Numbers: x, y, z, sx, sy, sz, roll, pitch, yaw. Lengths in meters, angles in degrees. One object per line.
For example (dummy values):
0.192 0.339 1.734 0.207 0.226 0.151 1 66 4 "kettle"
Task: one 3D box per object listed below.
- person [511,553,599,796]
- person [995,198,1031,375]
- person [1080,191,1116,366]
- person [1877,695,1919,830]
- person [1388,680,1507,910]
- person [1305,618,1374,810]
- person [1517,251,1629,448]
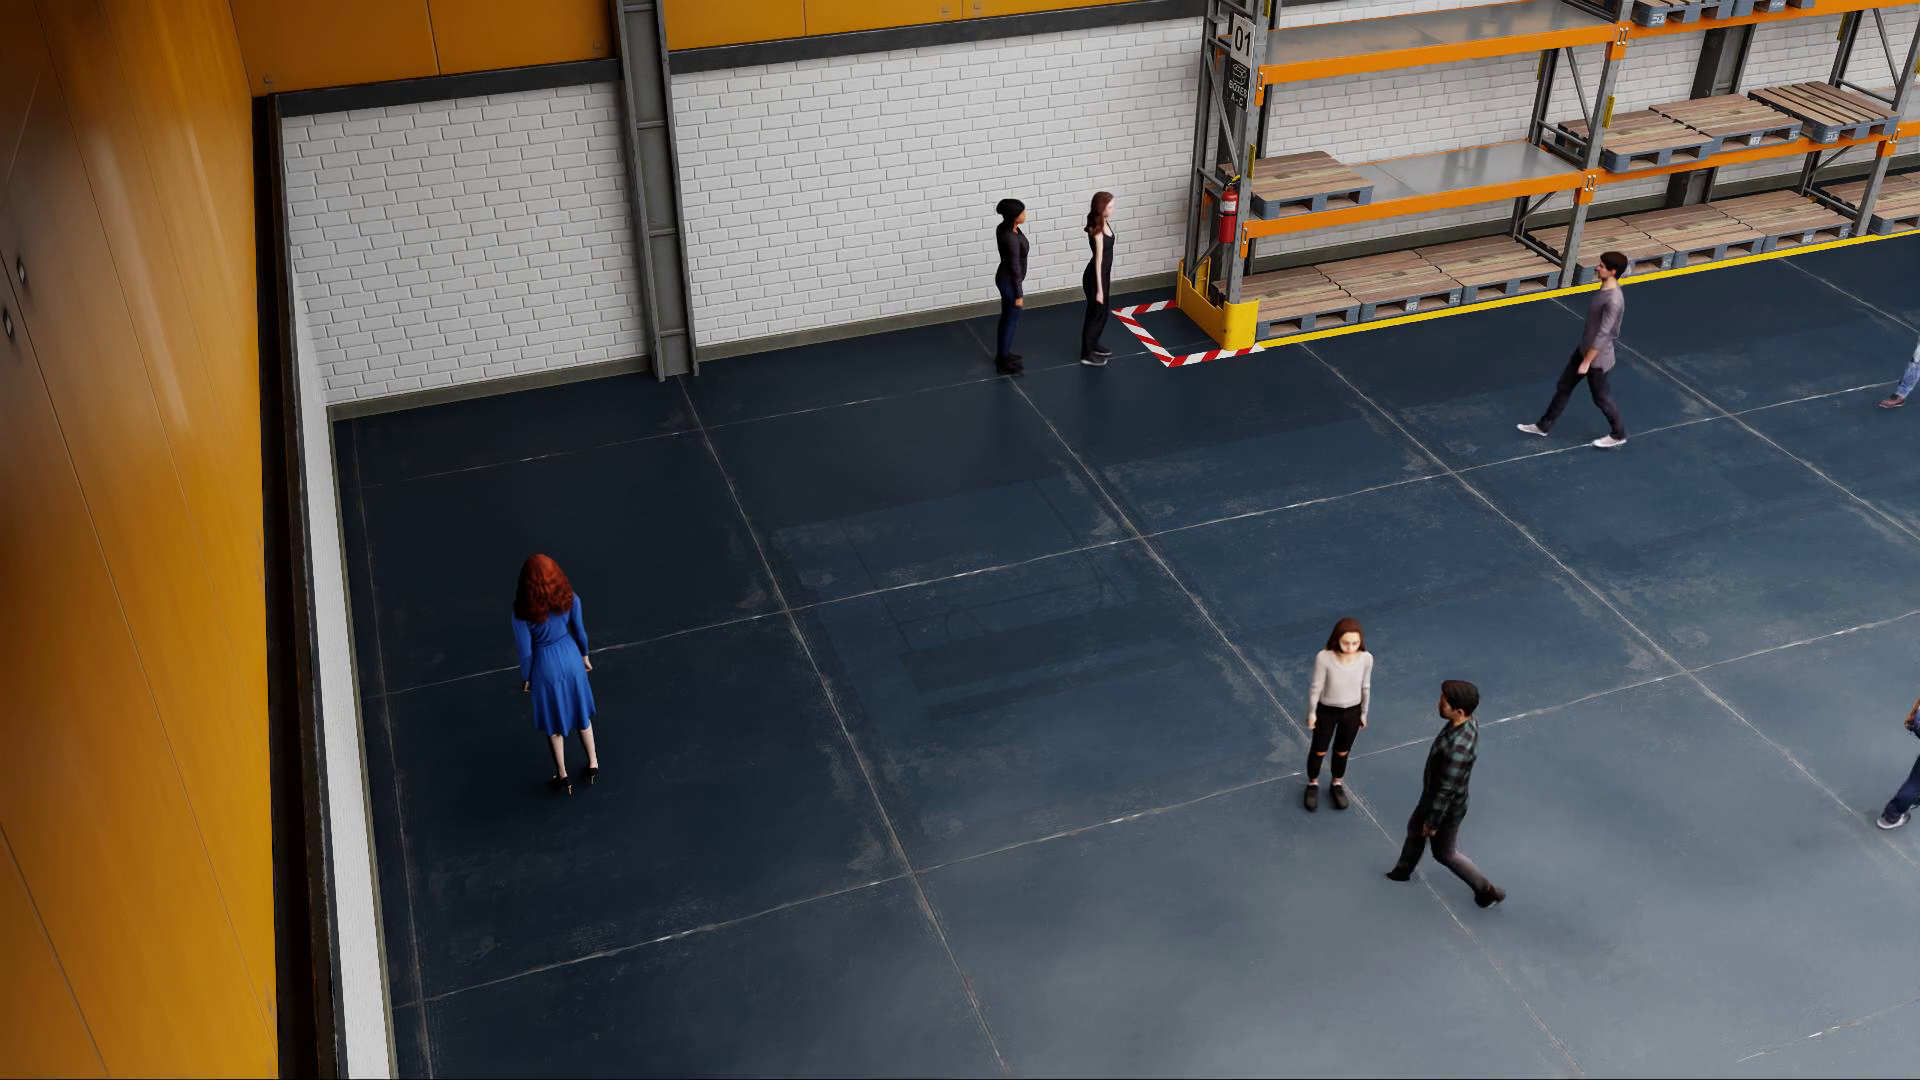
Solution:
-2.594 0.872 10.689 0.569 1.827 0.724 -19 38 -26 "person"
0.457 -2.396 15.681 0.591 1.745 0.662 -6 34 -8 "person"
1.296 -2.501 15.841 0.694 1.742 0.674 7 34 10 "person"
6.098 1.204 10.448 0.735 1.541 0.555 -11 35 -16 "person"
2.990 1.576 9.969 1.163 1.687 1.039 8 34 12 "person"
2.422 1.088 10.674 0.505 1.485 0.653 -2 34 -3 "person"
5.605 -1.596 14.419 1.279 1.809 1.055 5 34 7 "person"
